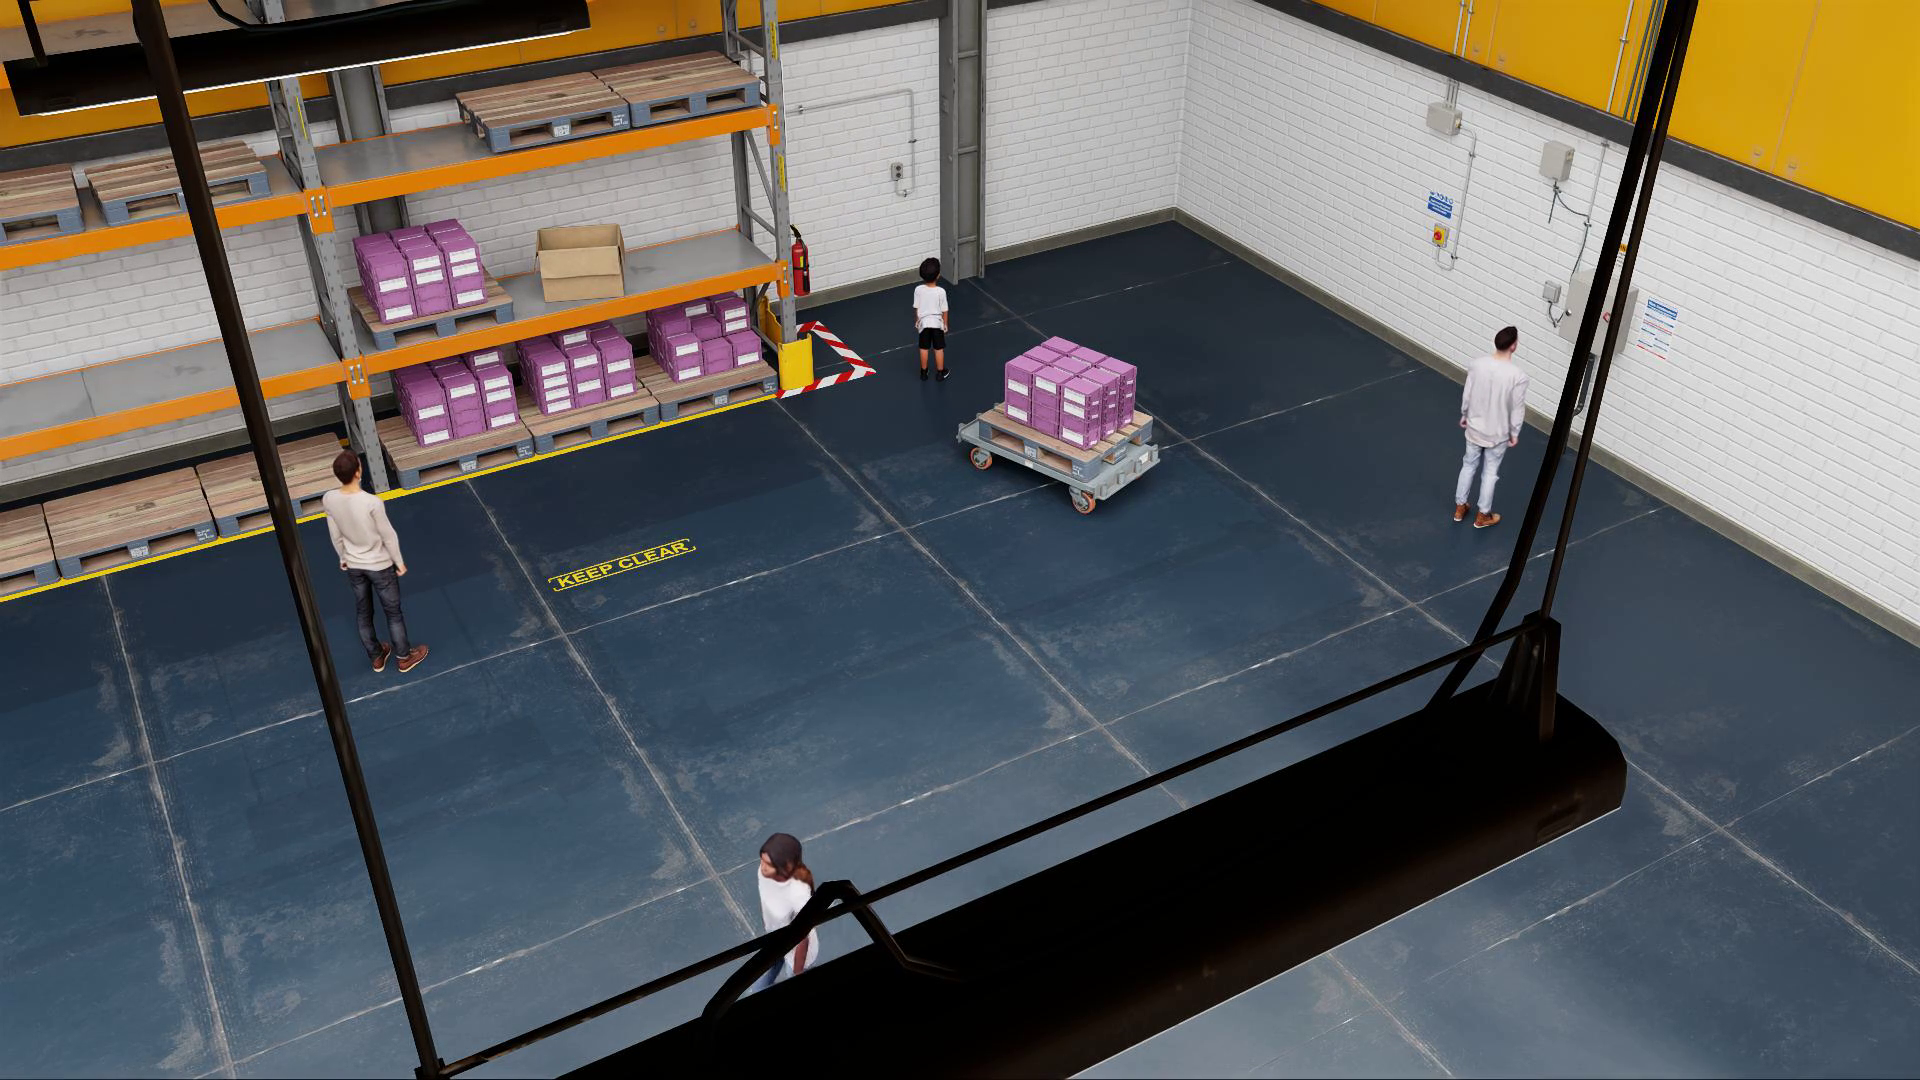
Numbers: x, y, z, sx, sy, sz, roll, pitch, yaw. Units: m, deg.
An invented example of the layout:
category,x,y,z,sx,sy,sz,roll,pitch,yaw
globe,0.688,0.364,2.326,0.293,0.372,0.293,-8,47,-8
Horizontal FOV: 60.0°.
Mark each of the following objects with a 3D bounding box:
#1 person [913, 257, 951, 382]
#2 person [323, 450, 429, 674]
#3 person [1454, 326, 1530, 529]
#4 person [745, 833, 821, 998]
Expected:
category,x,y,z,sx,sy,sz,roll,pitch,yaw
person,-0.281,-2.134,16.108,0.571,1.260,0.635,7,34,10
person,-4.297,0.168,12.098,0.724,1.867,0.808,5,34,8
person,4.396,-0.950,13.805,0.748,1.839,0.674,27,42,34
person,-0.874,2.222,9.148,0.765,1.711,0.694,-27,42,-35
